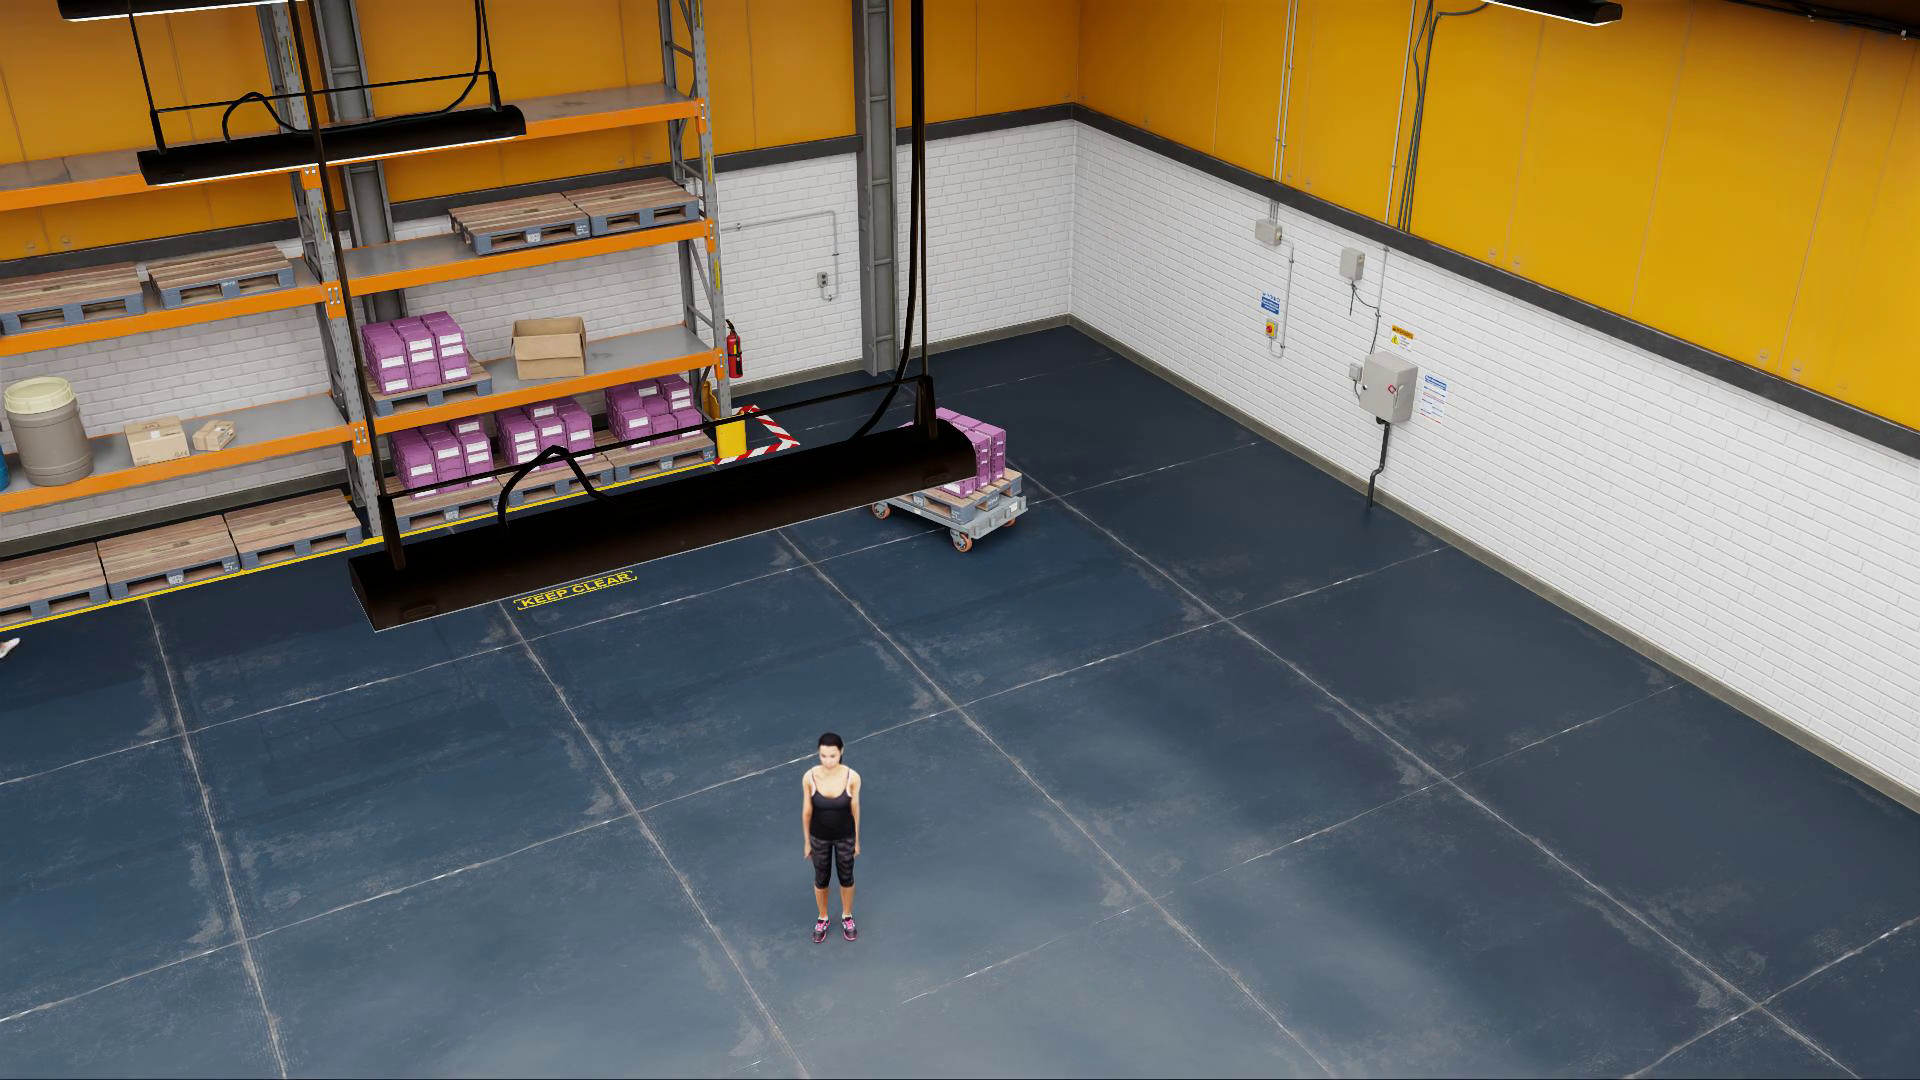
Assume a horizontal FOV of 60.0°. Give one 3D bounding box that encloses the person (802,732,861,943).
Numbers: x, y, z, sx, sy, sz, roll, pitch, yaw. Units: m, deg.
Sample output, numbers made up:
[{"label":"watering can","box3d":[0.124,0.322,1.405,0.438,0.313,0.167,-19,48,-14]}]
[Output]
[{"label":"person","box3d":[-0.903,2.102,11.832,0.618,1.729,0.717,-1,29,-3]}]
